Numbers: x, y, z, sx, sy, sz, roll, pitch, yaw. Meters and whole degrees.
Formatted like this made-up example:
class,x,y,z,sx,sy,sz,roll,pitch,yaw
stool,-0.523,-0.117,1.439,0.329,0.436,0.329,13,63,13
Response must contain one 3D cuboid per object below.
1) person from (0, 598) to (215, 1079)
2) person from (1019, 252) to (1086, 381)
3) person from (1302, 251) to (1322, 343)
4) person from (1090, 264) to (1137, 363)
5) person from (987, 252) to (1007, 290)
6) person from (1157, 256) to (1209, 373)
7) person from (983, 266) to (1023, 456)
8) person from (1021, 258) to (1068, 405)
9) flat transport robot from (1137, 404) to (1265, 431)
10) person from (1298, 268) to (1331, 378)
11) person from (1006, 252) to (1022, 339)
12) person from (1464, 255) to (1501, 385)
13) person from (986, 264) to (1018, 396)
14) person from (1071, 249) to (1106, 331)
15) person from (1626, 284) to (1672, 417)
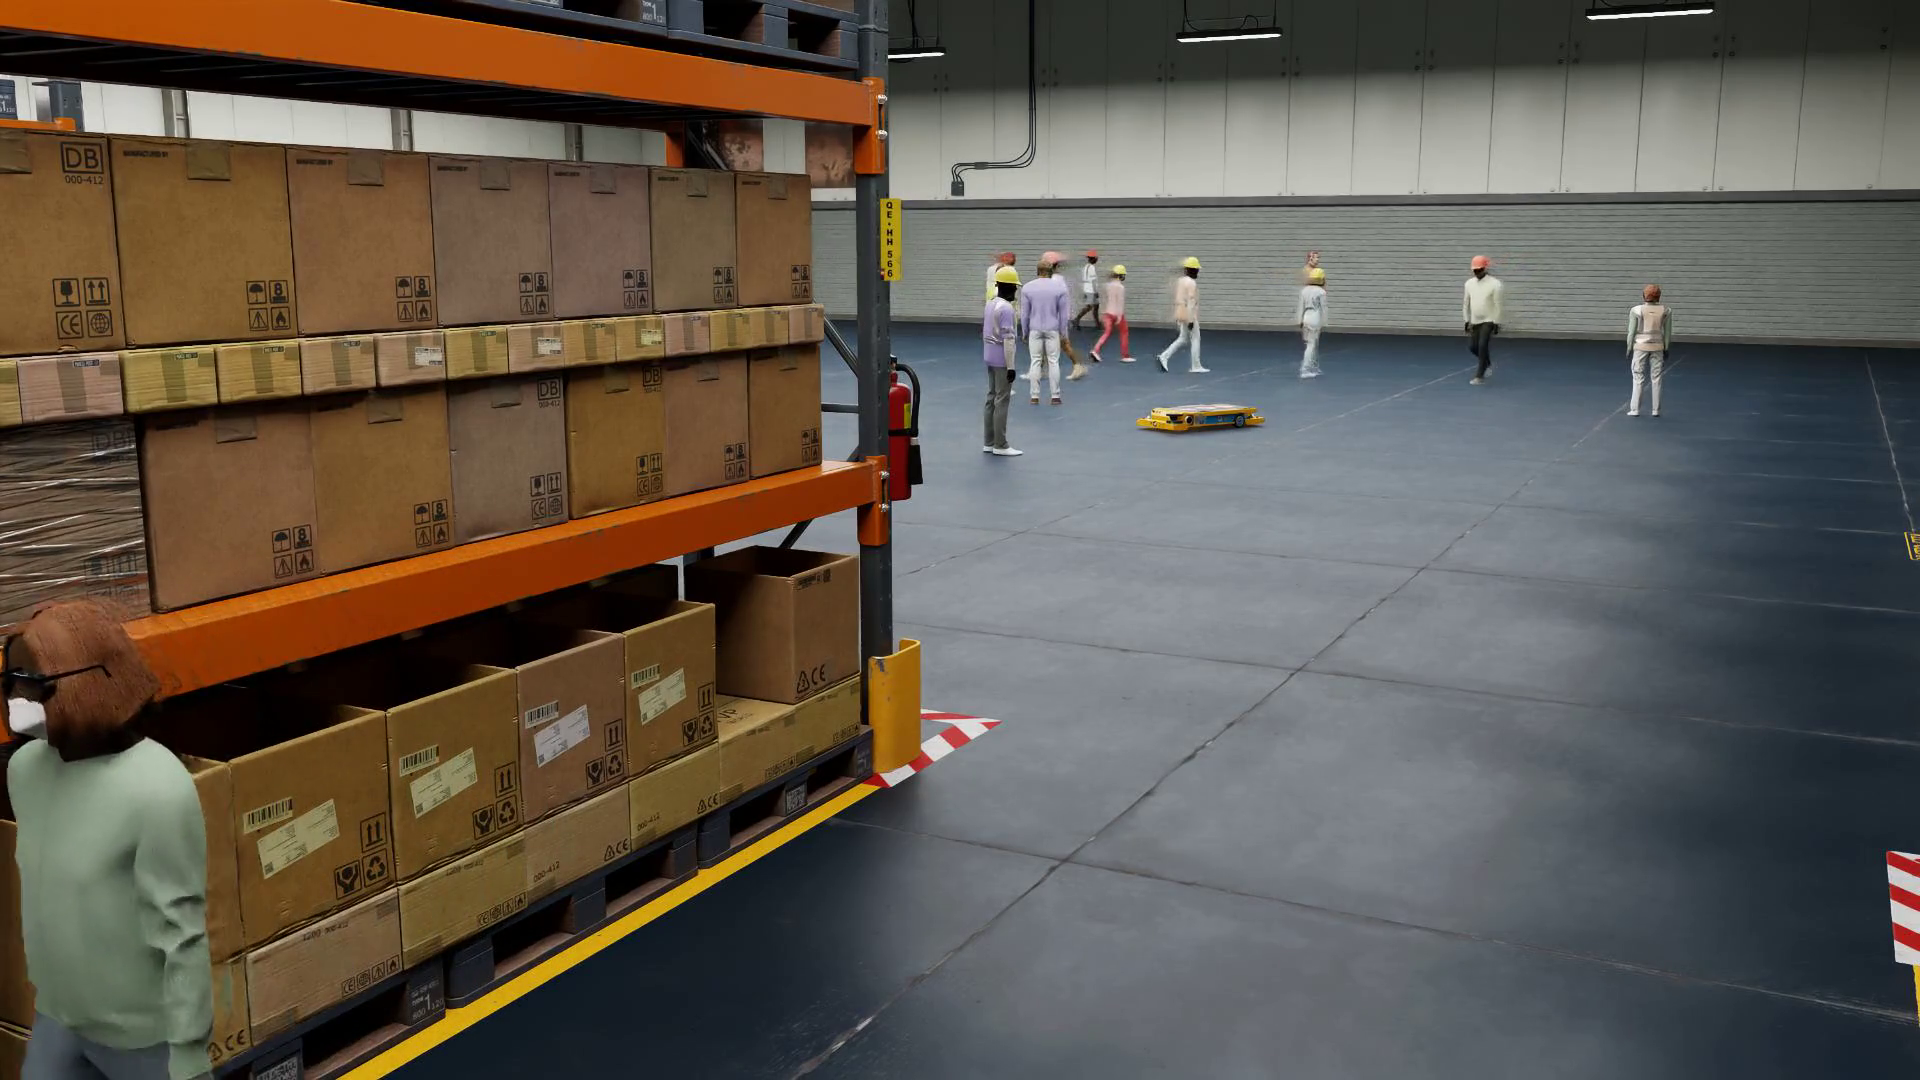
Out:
class,x,y,z,sx,sy,sz,roll,pitch,yaw
person,-1.533,0.880,3.133,0.507,1.602,0.769,5,12,26
person,1.475,-3.446,25.681,1.047,1.999,0.627,4,11,21
person,7.324,-5.054,34.670,0.407,1.910,0.638,2,11,11
person,2.705,-3.988,29.329,0.830,1.735,0.530,-5,12,-27
person,0.911,-5.463,37.020,0.643,1.879,0.934,0,10,-2
person,3.664,-3.664,27.112,0.807,1.900,0.594,-3,11,-15
person,0.440,-1.826,17.019,0.384,1.922,0.593,-4,11,-20
person,1.114,-2.750,22.026,0.629,1.936,0.372,1,10,8
flat transport robot,2.825,-1.448,19.471,1.431,0.197,0.652,-7,13,-34
person,5.669,-3.435,26.358,0.724,1.717,0.512,-6,12,-31
person,1.135,-5.283,36.015,0.589,1.865,0.623,-5,11,-24
person,7.919,-3.327,25.144,0.711,1.958,0.625,-9,14,-40
person,0.595,-2.943,23.367,0.428,1.836,0.627,-3,11,-17
person,3.052,-5.880,39.162,0.850,1.913,0.567,0,10,-1
person,8.518,-2.338,20.587,0.522,1.638,0.310,1,10,7
